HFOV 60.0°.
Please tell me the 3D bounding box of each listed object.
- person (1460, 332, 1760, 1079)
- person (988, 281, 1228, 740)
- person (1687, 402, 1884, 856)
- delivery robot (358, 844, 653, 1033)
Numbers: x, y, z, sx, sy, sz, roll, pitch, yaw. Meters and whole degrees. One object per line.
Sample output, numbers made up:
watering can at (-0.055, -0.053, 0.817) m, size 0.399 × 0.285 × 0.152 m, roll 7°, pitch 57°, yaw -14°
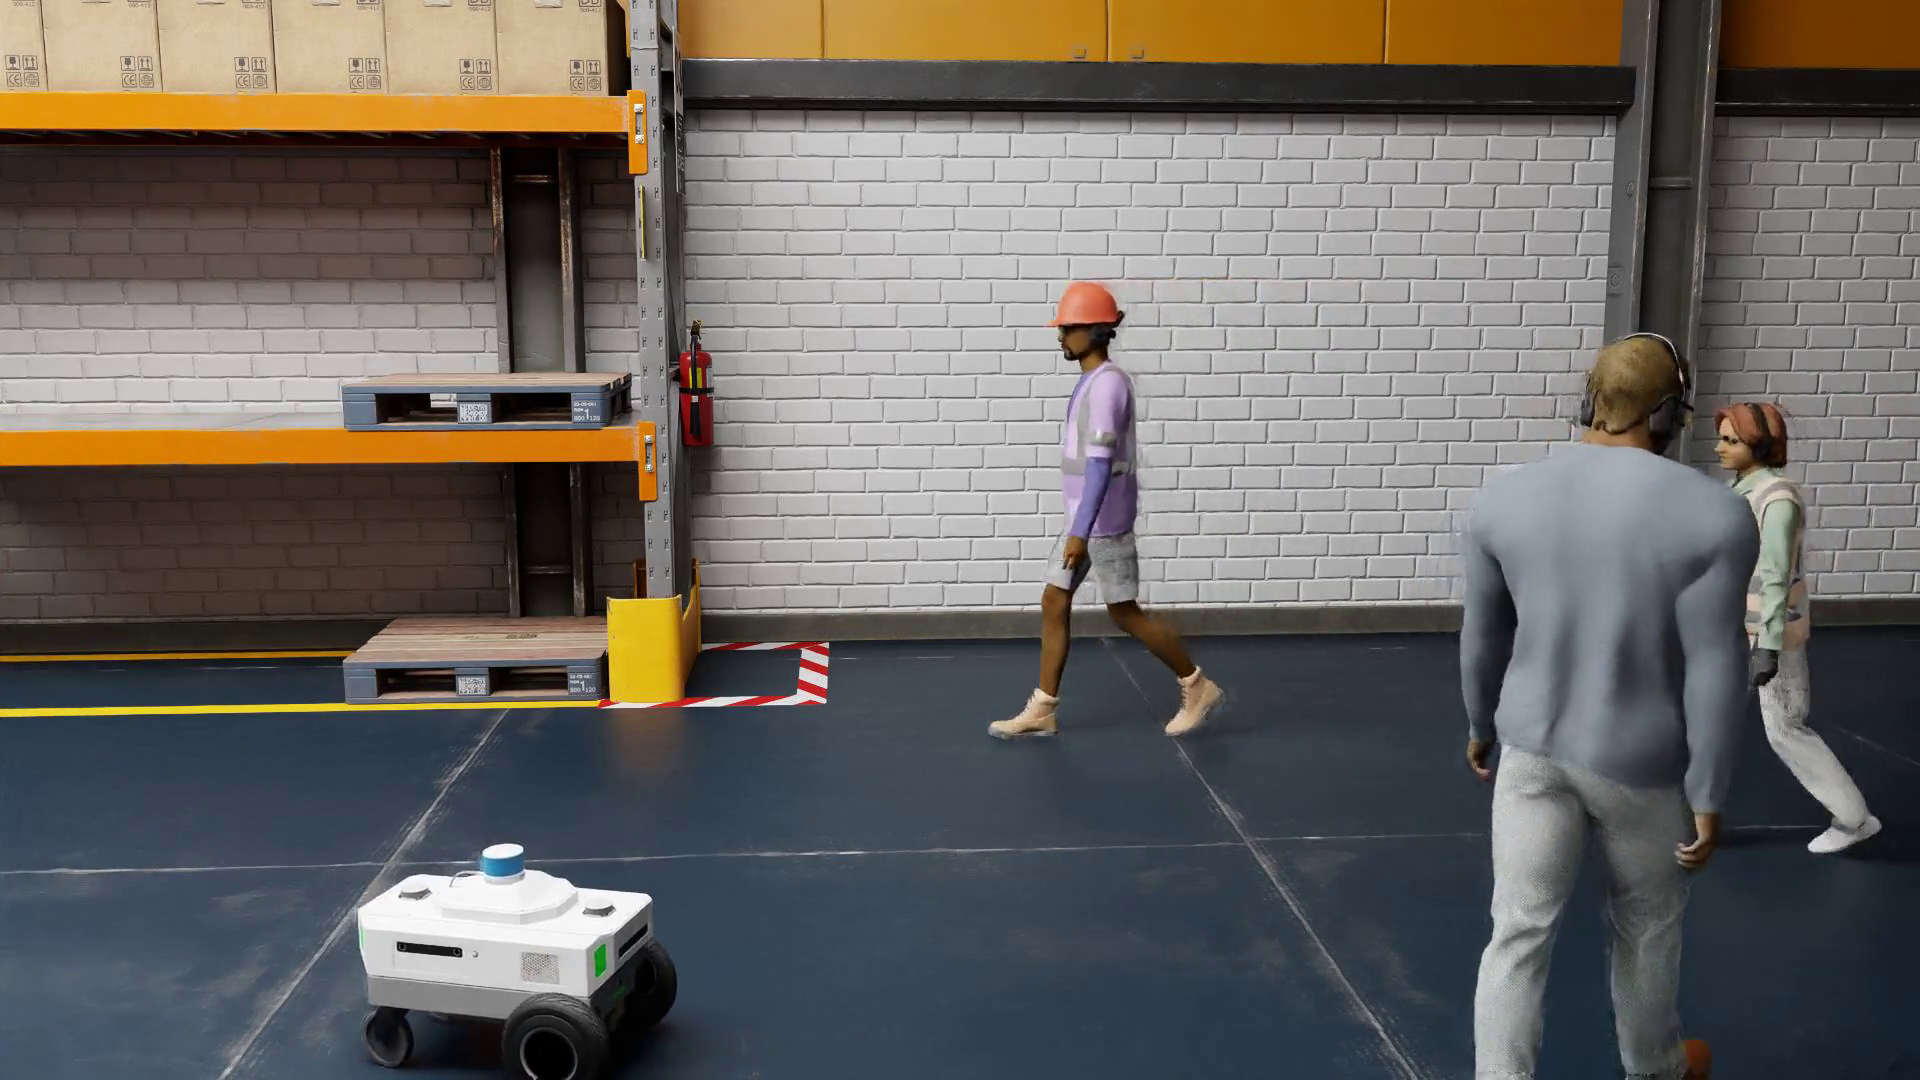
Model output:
person at (1.449, 0.488, 3.779) m, size 0.678 × 1.888 × 0.937 m, roll 7°, pitch 12°, yaw 39°
person at (0.663, -0.108, 7.184) m, size 1.002 × 2.011 × 0.628 m, roll -1°, pitch 9°, yaw -8°
person at (2.800, 0.321, 5.710) m, size 0.757 × 1.602 × 0.516 m, roll 0°, pitch 9°, yaw -2°
delivery robot at (-1.165, 1.026, 4.271) m, size 0.707 × 0.478 × 0.477 m, roll 2°, pitch 9°, yaw 13°
